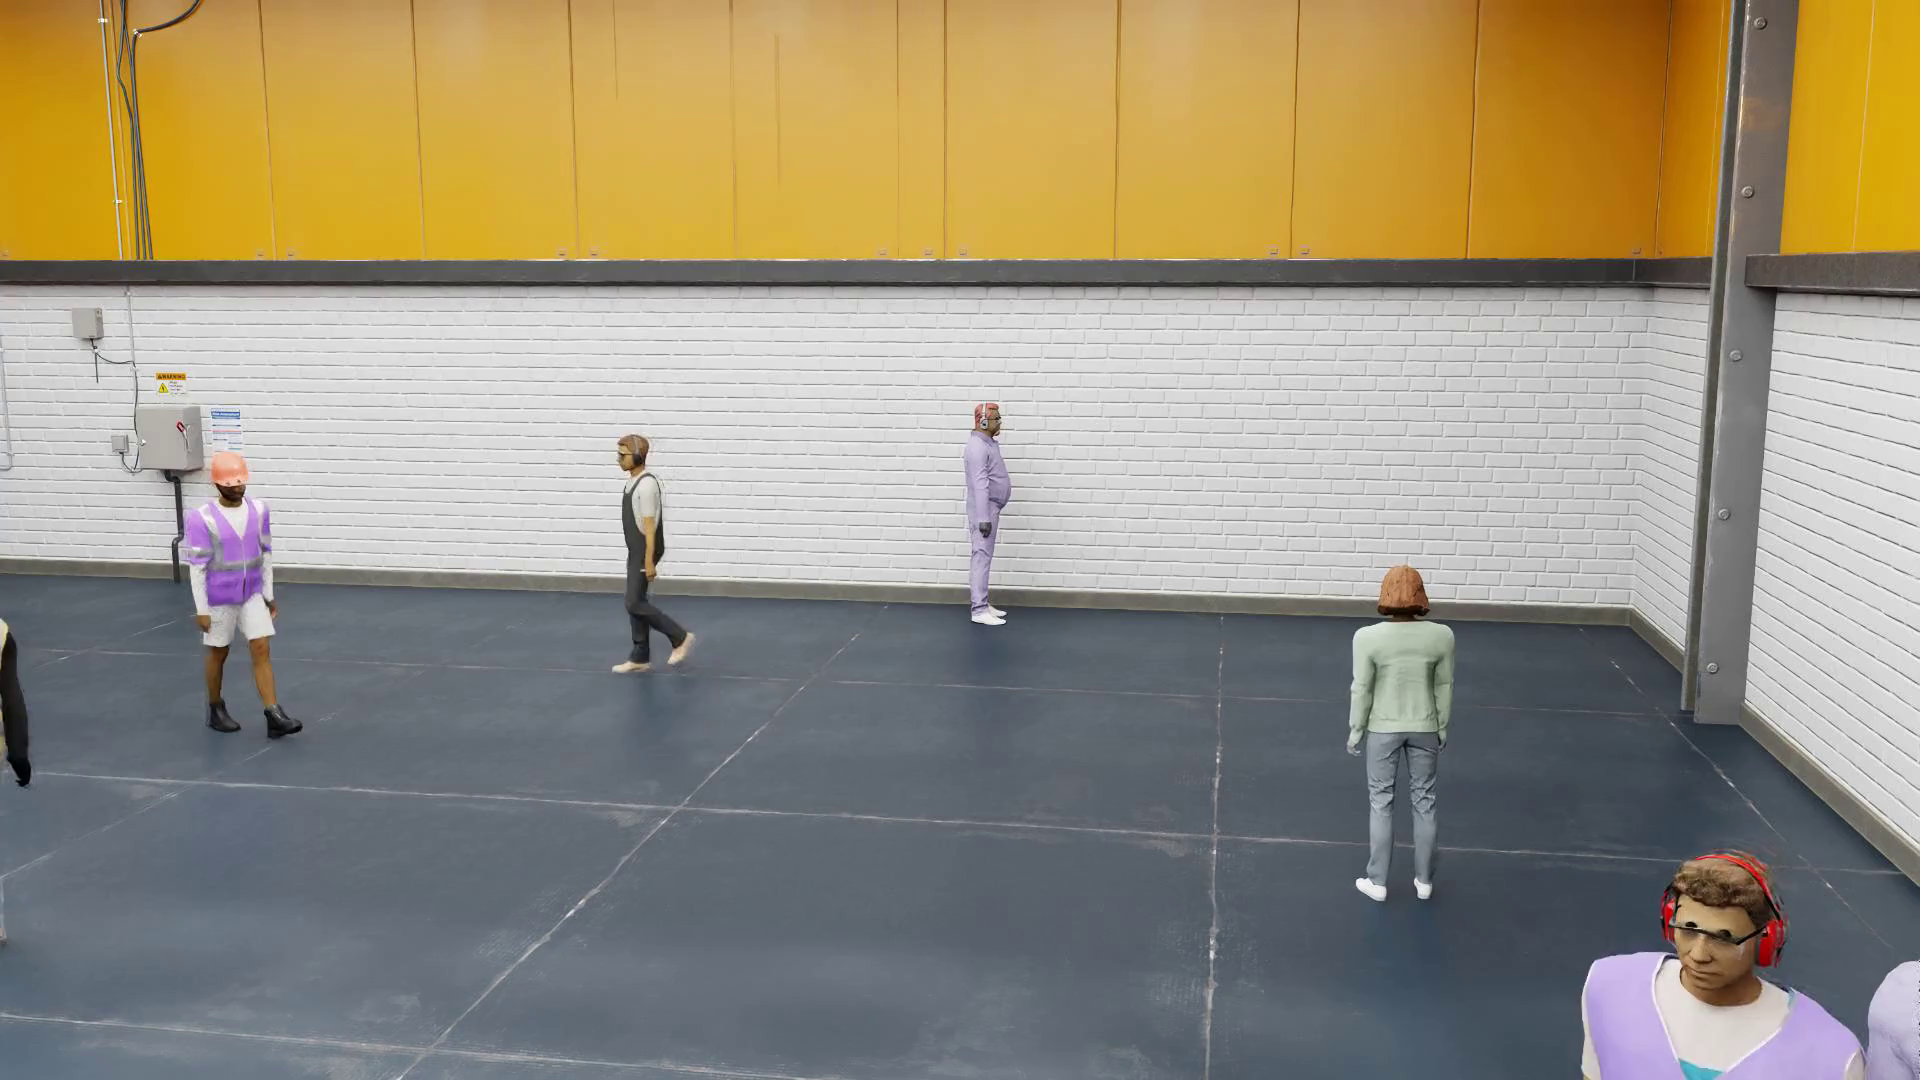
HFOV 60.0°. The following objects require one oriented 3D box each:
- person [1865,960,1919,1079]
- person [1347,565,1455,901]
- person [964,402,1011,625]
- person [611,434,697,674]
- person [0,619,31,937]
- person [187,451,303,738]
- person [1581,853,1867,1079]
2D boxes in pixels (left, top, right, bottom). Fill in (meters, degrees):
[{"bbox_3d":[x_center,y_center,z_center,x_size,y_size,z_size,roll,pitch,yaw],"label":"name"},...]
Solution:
[{"bbox_3d":[2.156,1.529,3.383,0.628,1.939,0.374,9,13,44],"label":"person"},{"bbox_3d":[2.117,0.930,8.012,0.498,1.633,0.284,0,9,-1],"label":"person"},{"bbox_3d":[0.239,-0.232,14.342,0.408,1.909,0.642,0,9,3],"label":"person"},{"bbox_3d":[-2.334,0.111,12.469,0.531,1.833,0.519,-3,10,-19],"label":"person"},{"bbox_3d":[-4.469,0.964,7.280,0.639,1.810,0.630,6,11,34],"label":"person"},{"bbox_3d":[-4.650,0.365,10.726,0.941,1.880,0.562,7,12,39],"label":"person"},{"bbox_3d":[1.556,1.553,3.542,0.595,1.831,0.530,7,12,37],"label":"person"}]
